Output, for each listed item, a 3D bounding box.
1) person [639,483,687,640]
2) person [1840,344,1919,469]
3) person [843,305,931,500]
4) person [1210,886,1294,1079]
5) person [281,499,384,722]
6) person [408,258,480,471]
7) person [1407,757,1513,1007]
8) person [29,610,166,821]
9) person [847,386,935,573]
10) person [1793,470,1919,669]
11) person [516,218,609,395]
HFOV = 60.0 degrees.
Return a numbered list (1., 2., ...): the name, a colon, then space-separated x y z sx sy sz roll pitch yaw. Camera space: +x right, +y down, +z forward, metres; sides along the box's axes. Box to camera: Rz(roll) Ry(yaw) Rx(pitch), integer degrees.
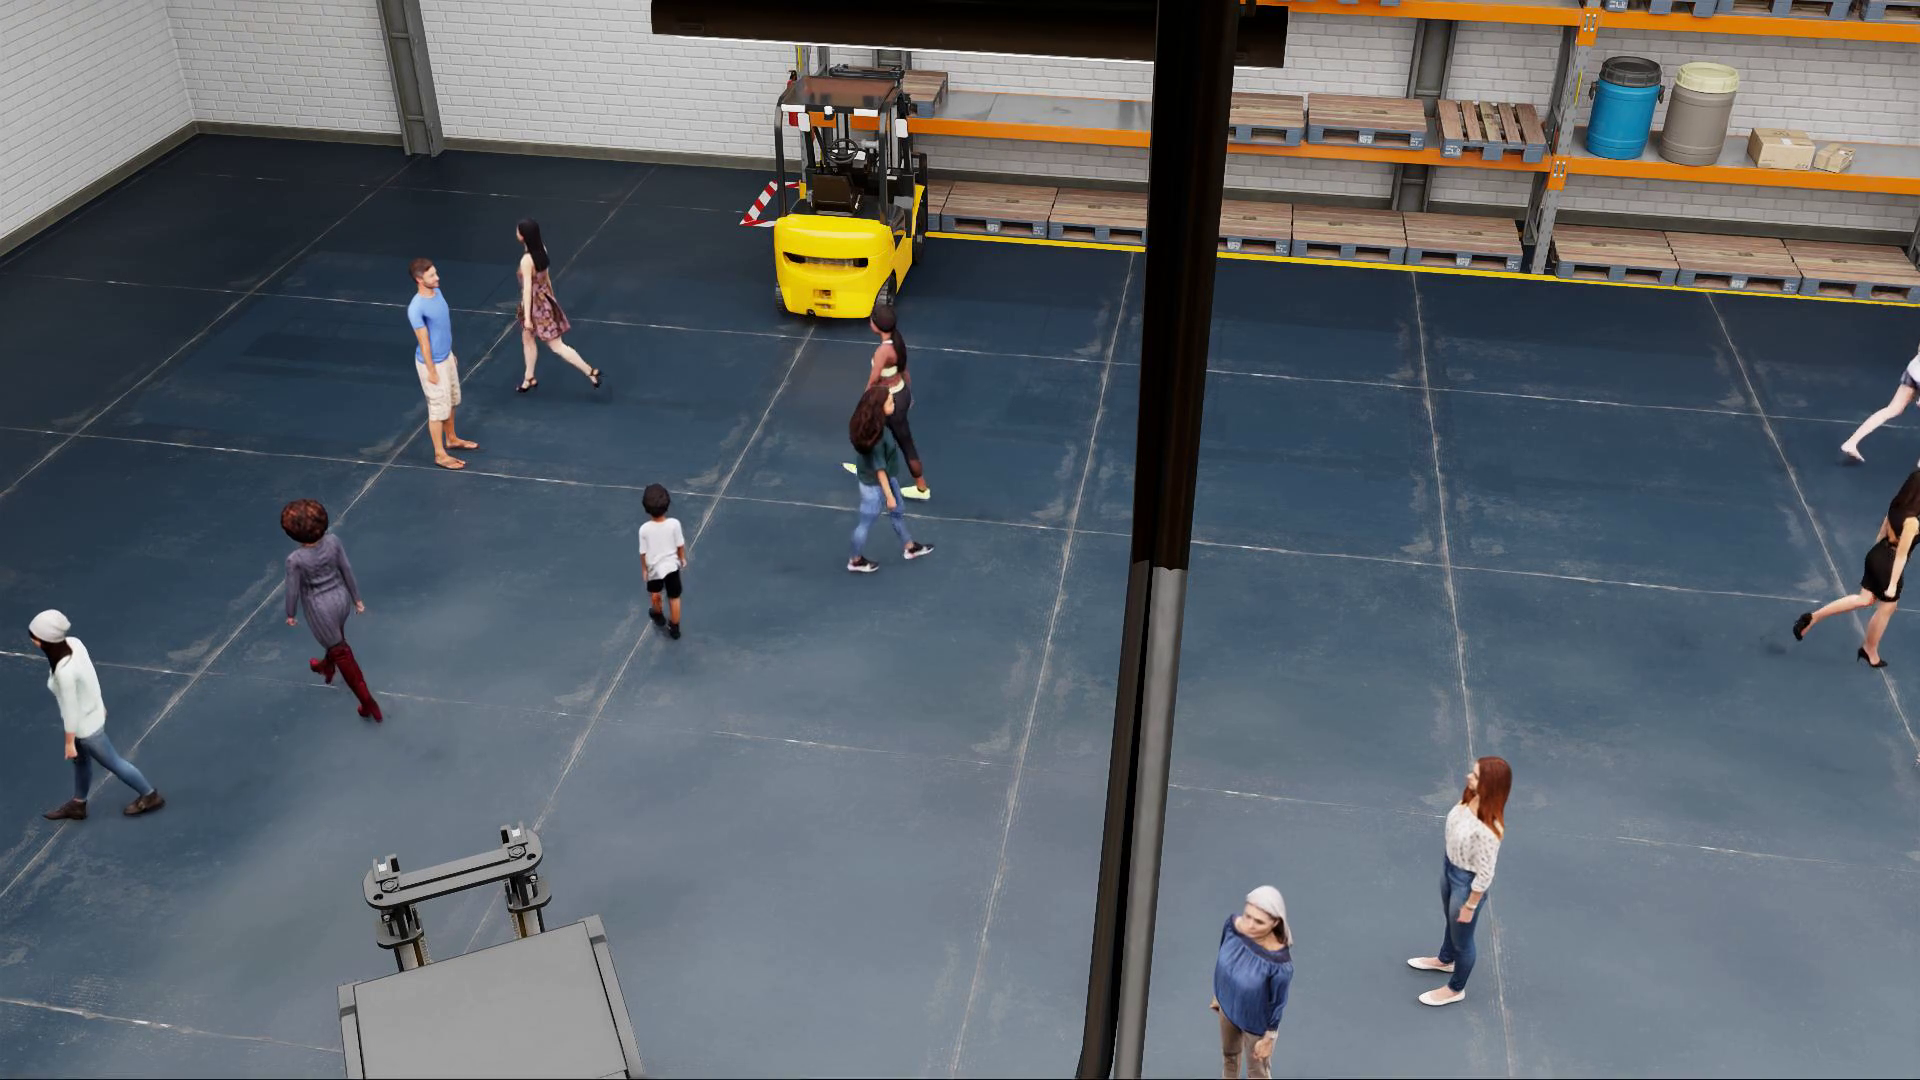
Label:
1. person: -2.145 0.193 12.075 0.659 1.248 0.703 -13 36 -18
2. person: 8.005 -1.354 13.967 1.149 1.728 0.716 0 34 0
3. person: -0.448 -1.063 13.542 1.072 1.715 0.663 11 35 16
4. person: 1.458 2.383 8.376 0.761 1.695 0.708 -19 38 -27
5. person: -4.194 0.525 11.193 1.150 1.671 0.923 23 40 30
6. person: -4.445 -1.529 14.110 0.545 1.862 0.644 4 34 6
7. person: 2.789 1.859 9.135 0.537 1.728 0.594 2 34 3
8. person: -5.375 1.110 10.359 1.041 1.621 0.890 -12 35 -17
9. person: -0.726 -0.434 12.707 1.002 1.592 0.770 -4 34 -6
10. person: 6.407 0.213 11.703 0.925 1.627 0.574 5 34 7
11. person: -3.704 -2.042 14.992 1.125 1.741 0.609 5 34 7
